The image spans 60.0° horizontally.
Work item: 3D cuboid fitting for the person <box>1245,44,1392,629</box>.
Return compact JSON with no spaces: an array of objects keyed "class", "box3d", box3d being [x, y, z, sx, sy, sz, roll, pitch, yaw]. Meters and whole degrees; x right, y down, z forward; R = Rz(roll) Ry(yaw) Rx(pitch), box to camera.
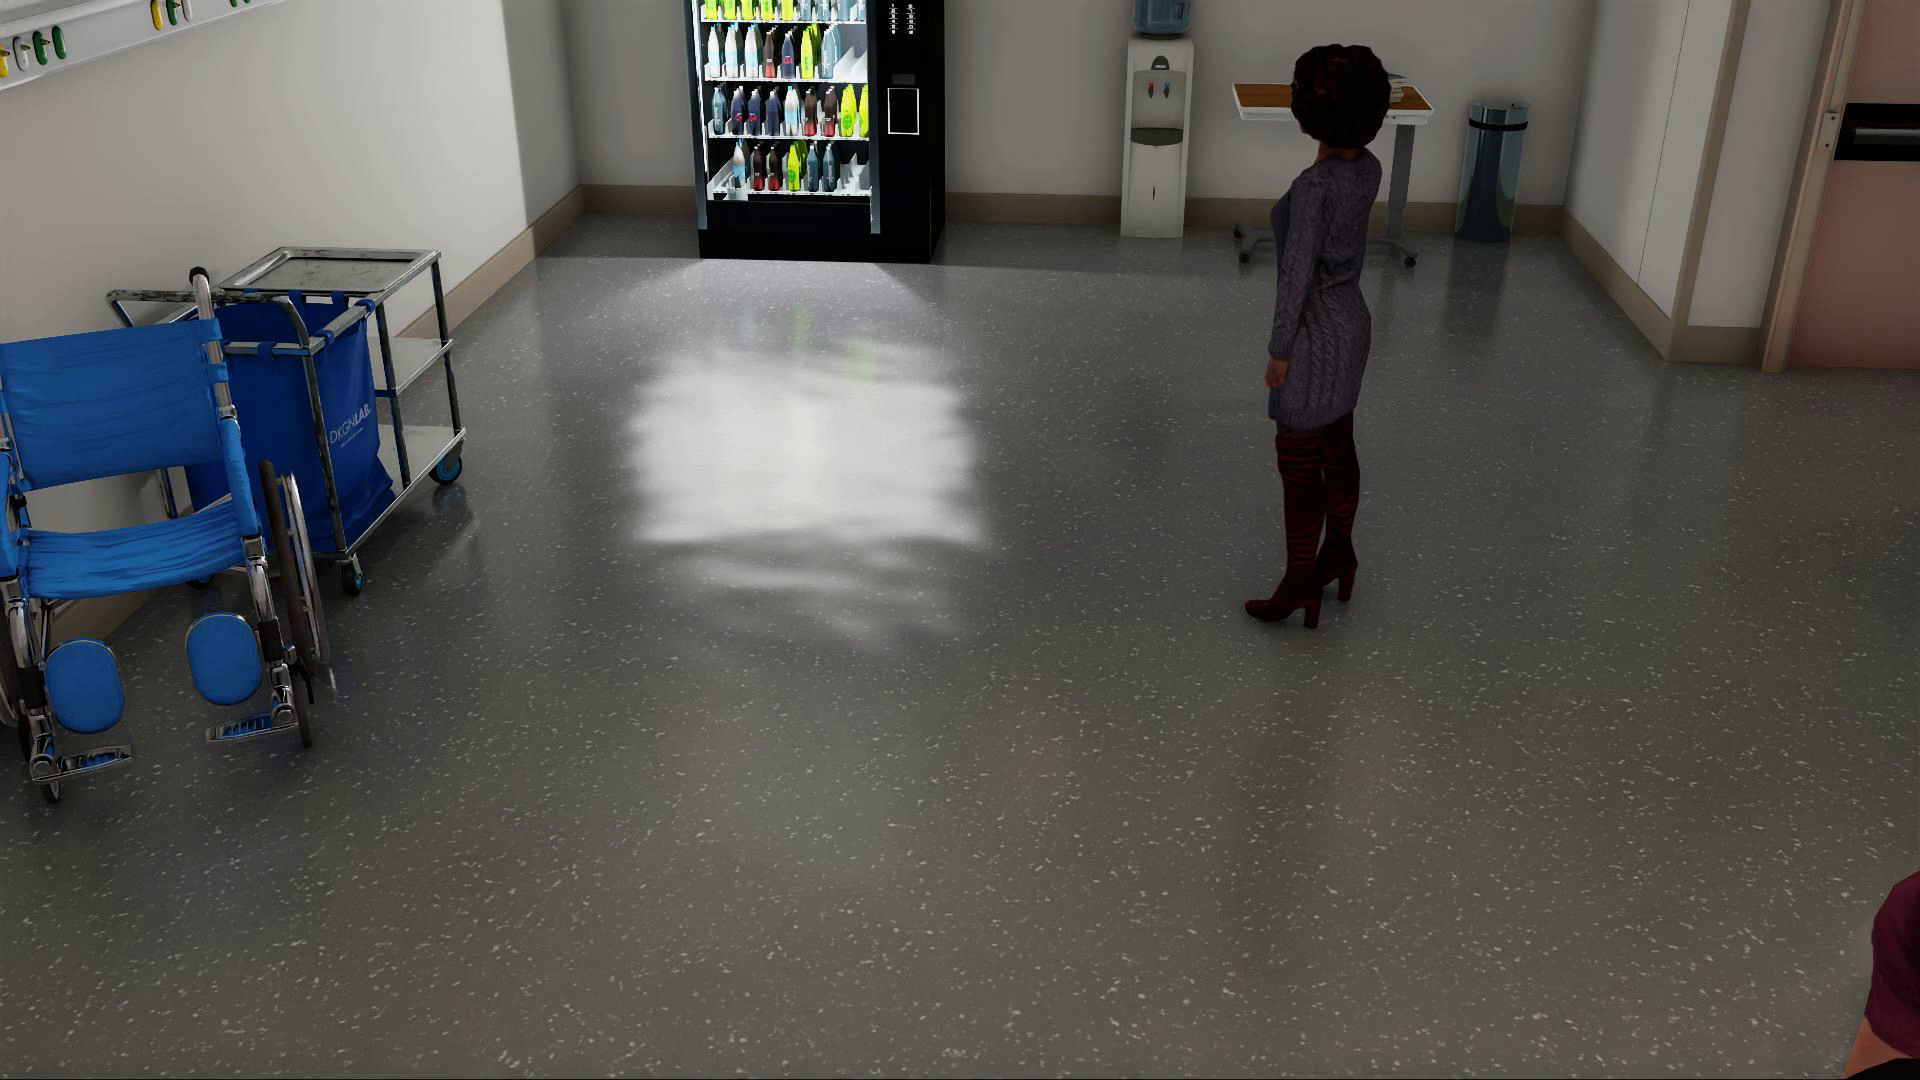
[{"class":"person","box3d":[1.065,-0.568,4.872,0.679,1.706,0.656,19,32,34]}]
